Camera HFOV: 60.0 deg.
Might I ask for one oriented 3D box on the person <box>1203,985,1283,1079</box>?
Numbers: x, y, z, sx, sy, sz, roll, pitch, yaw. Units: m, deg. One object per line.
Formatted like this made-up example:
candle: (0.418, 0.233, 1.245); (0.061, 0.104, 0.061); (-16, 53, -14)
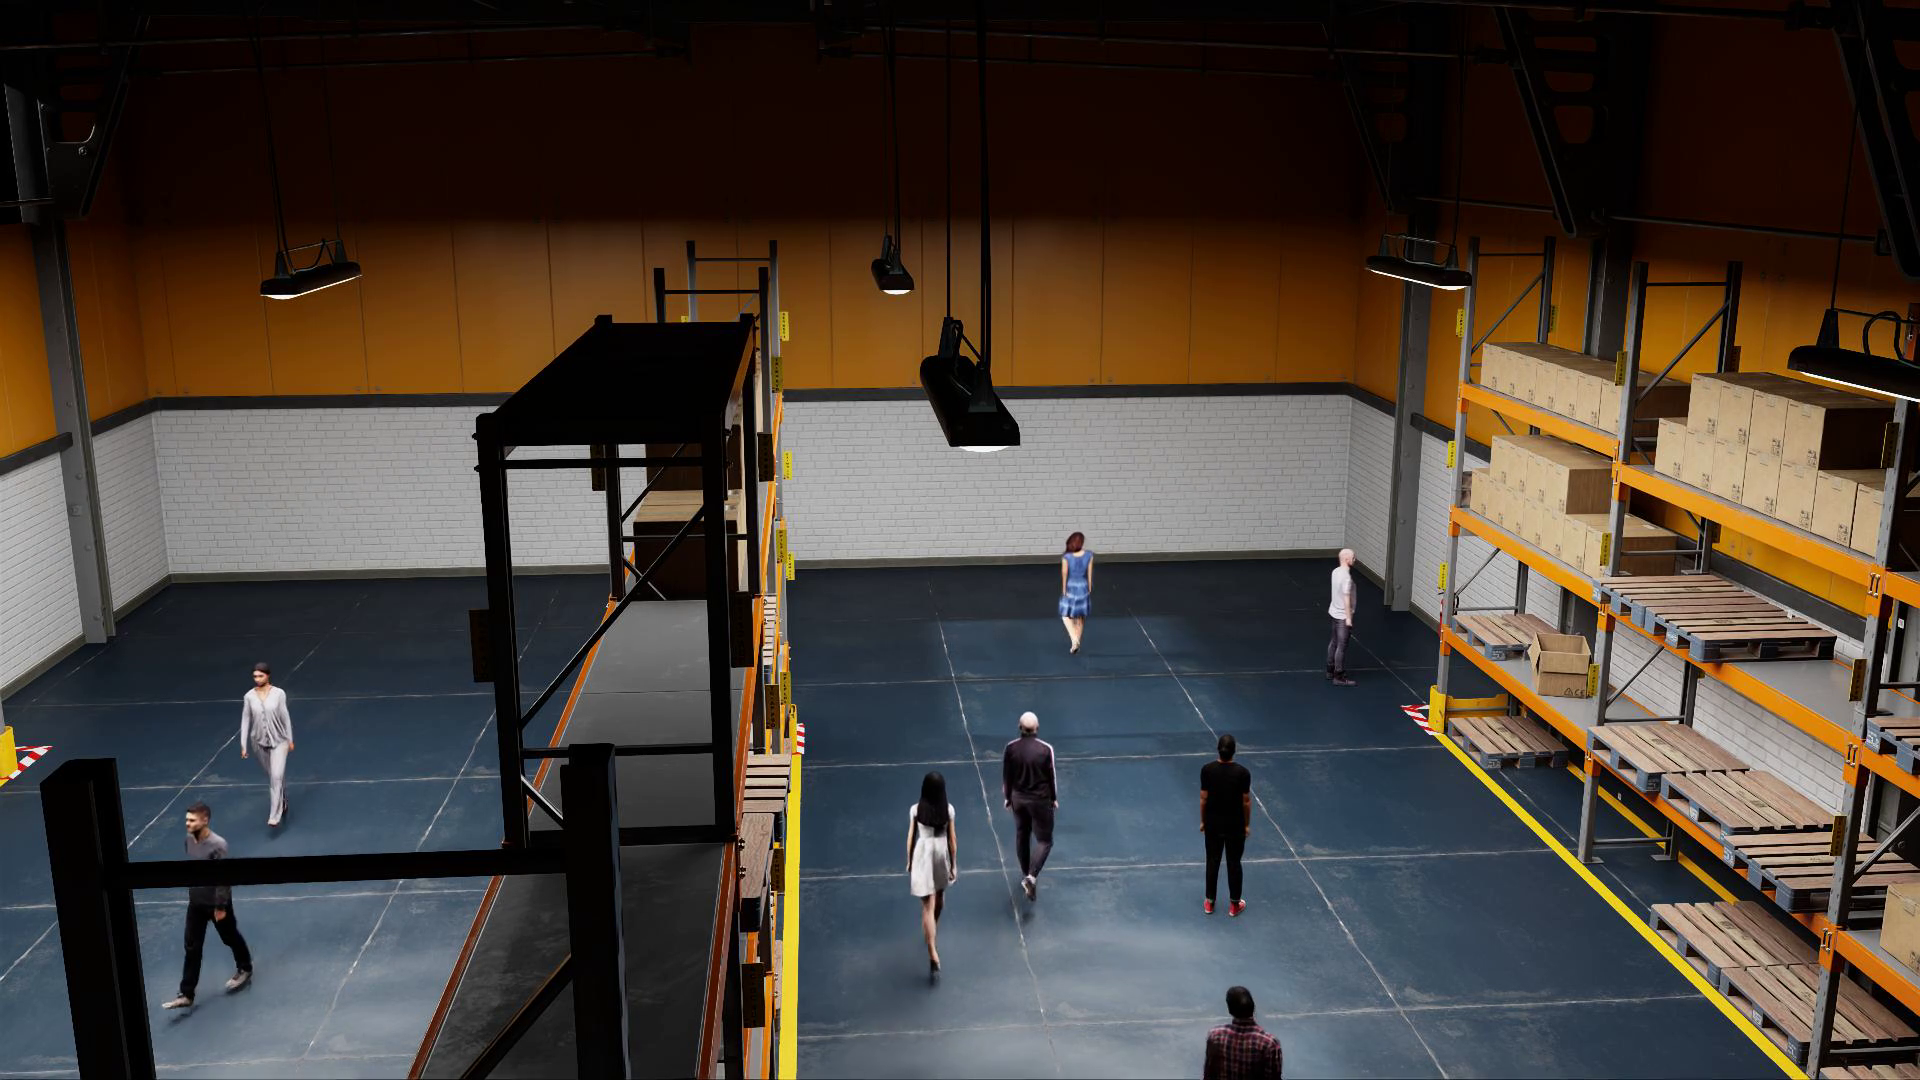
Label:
person: (1.852, 3.802, 10.863); (0.820, 1.727, 0.812); (9, 16, 32)

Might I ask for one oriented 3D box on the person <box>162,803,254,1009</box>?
person: (-6.255, 3.040, 14.036); (0.956, 1.715, 1.198); (5, 14, 20)

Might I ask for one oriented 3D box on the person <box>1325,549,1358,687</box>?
person: (5.079, 1.007, 22.176); (0.704, 1.835, 0.498); (-1, 14, -5)

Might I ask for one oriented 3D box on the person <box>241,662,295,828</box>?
person: (-7.327, 2.138, 17.711); (0.638, 1.737, 1.023); (-2, 14, -7)

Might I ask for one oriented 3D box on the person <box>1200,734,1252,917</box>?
person: (2.477, 2.652, 15.544); (0.710, 1.758, 0.699); (4, 14, 16)

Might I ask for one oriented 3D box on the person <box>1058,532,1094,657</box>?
person: (1.646, 0.787, 23.179); (0.726, 1.790, 0.865); (-4, 14, -16)

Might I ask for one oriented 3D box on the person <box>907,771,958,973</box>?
person: (-0.244, 2.917, 14.524); (0.617, 1.724, 1.153); (-1, 14, -2)

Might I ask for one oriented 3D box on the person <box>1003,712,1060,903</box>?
person: (0.666, 2.554, 15.831); (0.944, 1.815, 1.146); (4, 14, 18)
